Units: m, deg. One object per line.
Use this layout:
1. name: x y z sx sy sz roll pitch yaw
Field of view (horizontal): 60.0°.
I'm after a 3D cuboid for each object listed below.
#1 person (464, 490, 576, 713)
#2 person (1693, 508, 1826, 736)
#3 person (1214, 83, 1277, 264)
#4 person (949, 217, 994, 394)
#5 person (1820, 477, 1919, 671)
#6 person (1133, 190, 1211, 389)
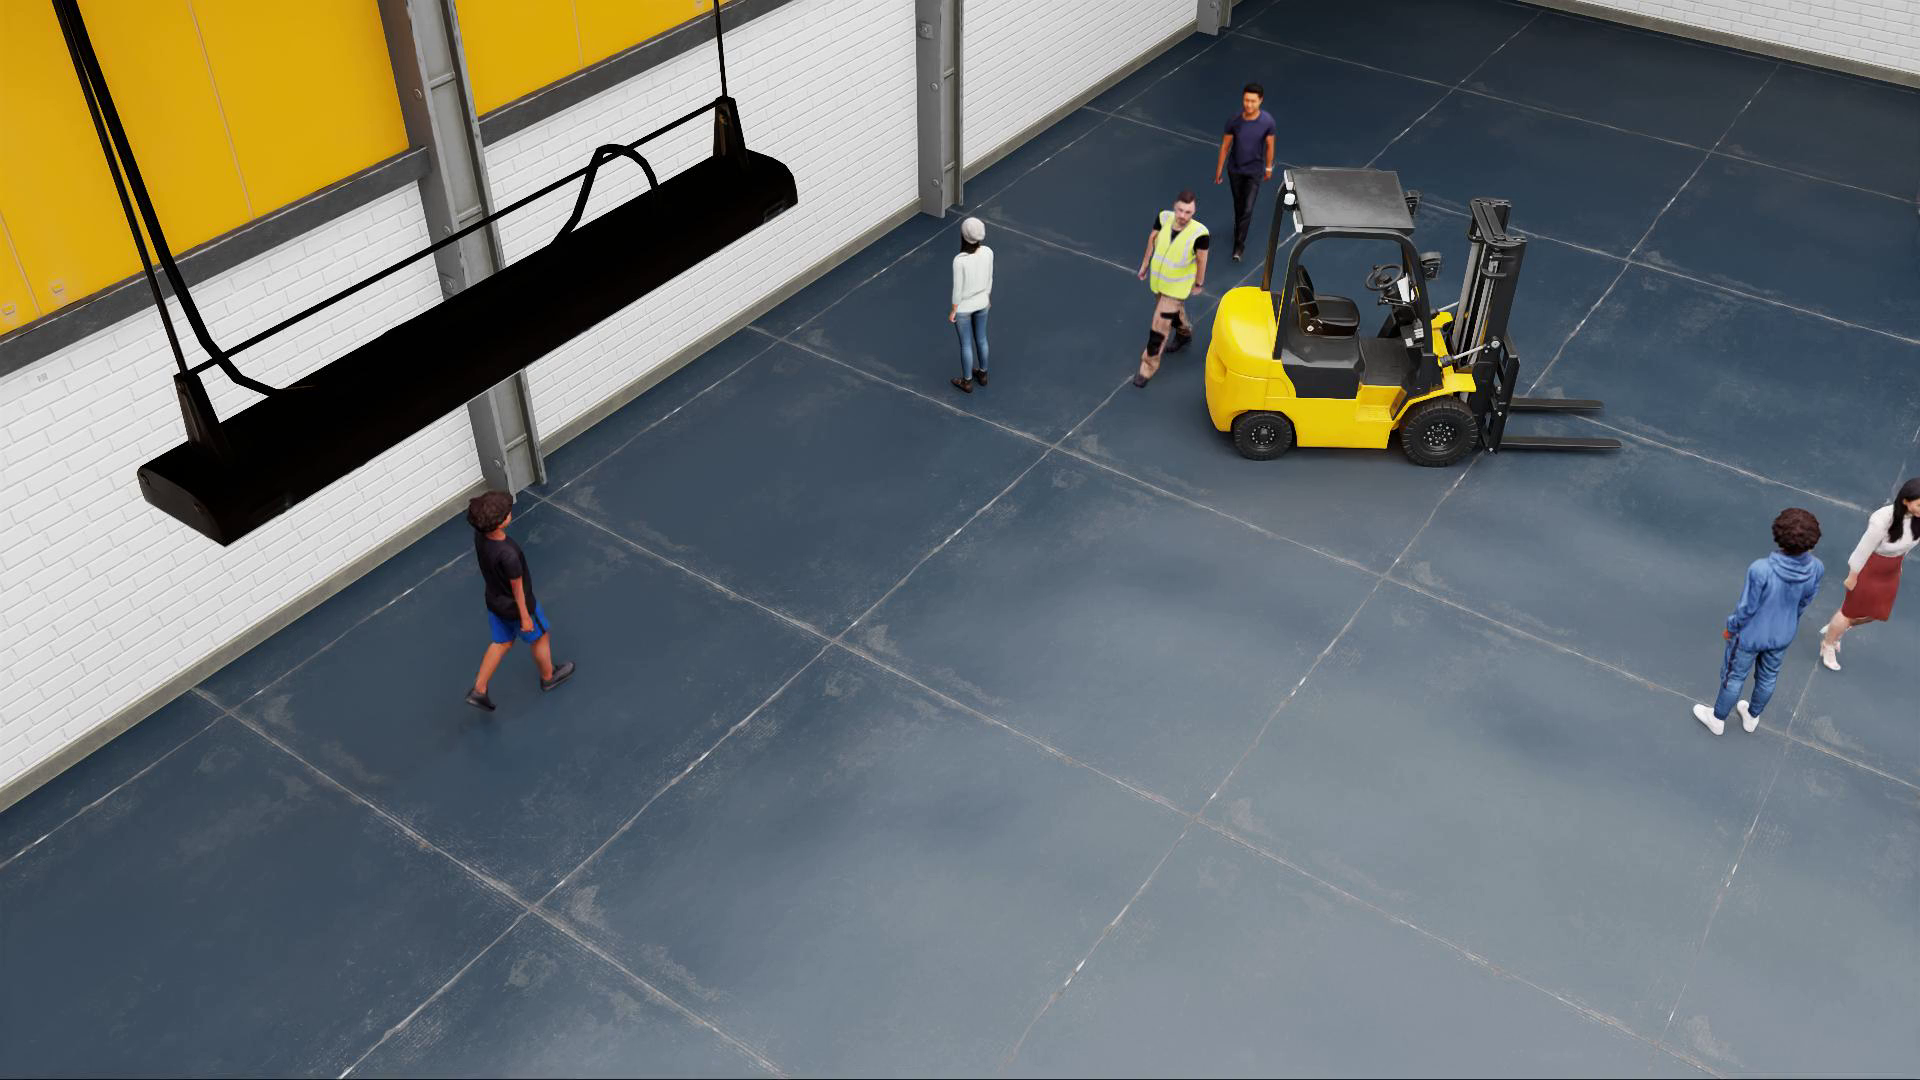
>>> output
1. person: -3.082 0.442 11.136 0.698 1.775 1.096 30 48 32
2. person: 5.306 0.565 10.959 0.753 1.803 0.783 -2 39 -2
3. person: 2.812 -3.656 16.295 0.885 1.740 1.194 12 40 14
4. person: 0.095 -2.042 14.350 0.535 1.645 0.693 -25 45 -28
5. person: 6.251 0.188 11.490 0.755 1.729 0.820 -11 40 -13
6. person: 1.885 -2.270 14.518 1.241 1.791 0.871 -29 47 -31
